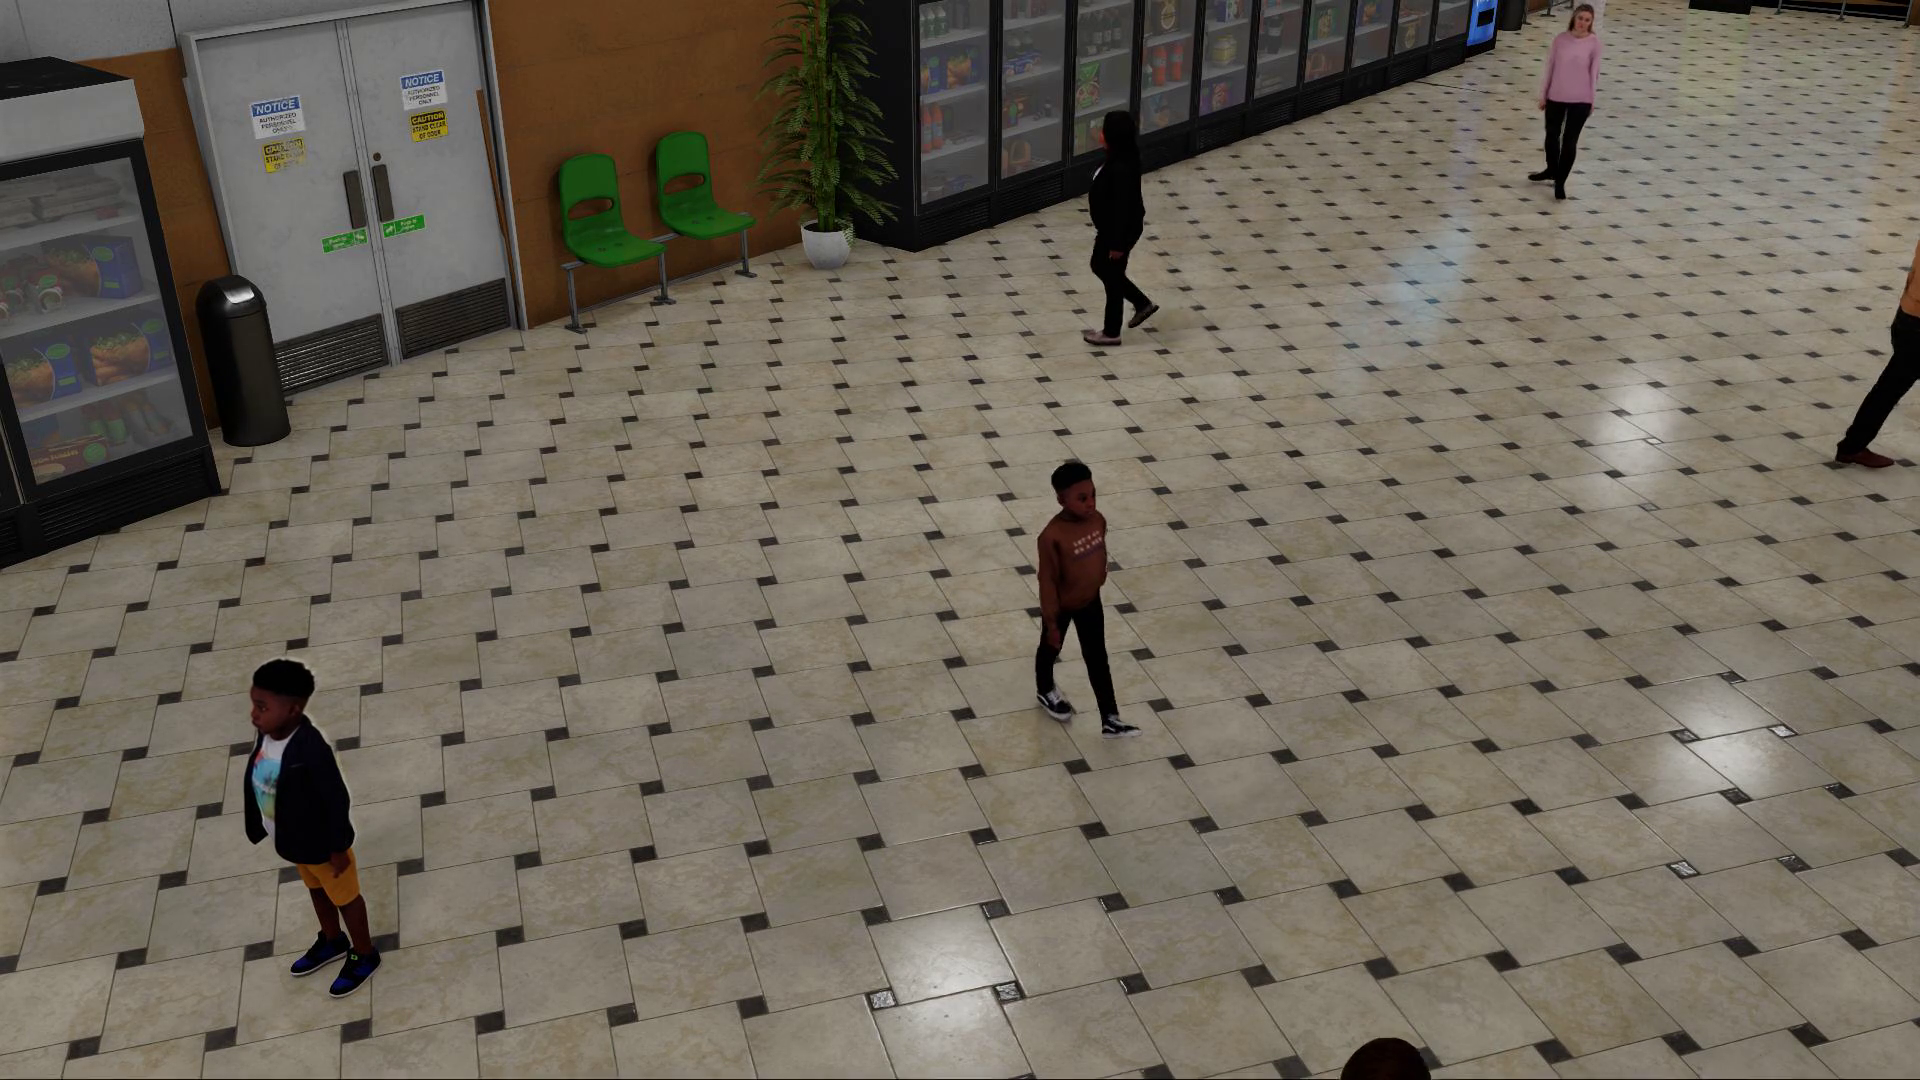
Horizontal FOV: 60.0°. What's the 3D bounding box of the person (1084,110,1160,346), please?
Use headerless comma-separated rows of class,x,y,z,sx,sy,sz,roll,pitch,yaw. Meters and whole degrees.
person,1.138,-2.086,11.202,0.924,1.604,0.860,1,27,1

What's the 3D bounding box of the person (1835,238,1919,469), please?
person,5.306,-1.187,9.300,1.162,1.722,0.916,9,28,18

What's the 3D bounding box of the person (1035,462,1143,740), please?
person,0.429,0.236,7.039,0.684,1.228,0.906,-17,31,-30

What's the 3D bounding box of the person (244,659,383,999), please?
person,-2.173,0.950,5.585,0.481,1.270,0.589,17,31,30

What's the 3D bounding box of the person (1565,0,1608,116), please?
person,6.626,-5.330,17.563,0.581,1.637,0.650,16,31,28

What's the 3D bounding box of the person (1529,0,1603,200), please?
person,5.372,-3.879,14.681,0.804,1.655,0.781,21,34,36
